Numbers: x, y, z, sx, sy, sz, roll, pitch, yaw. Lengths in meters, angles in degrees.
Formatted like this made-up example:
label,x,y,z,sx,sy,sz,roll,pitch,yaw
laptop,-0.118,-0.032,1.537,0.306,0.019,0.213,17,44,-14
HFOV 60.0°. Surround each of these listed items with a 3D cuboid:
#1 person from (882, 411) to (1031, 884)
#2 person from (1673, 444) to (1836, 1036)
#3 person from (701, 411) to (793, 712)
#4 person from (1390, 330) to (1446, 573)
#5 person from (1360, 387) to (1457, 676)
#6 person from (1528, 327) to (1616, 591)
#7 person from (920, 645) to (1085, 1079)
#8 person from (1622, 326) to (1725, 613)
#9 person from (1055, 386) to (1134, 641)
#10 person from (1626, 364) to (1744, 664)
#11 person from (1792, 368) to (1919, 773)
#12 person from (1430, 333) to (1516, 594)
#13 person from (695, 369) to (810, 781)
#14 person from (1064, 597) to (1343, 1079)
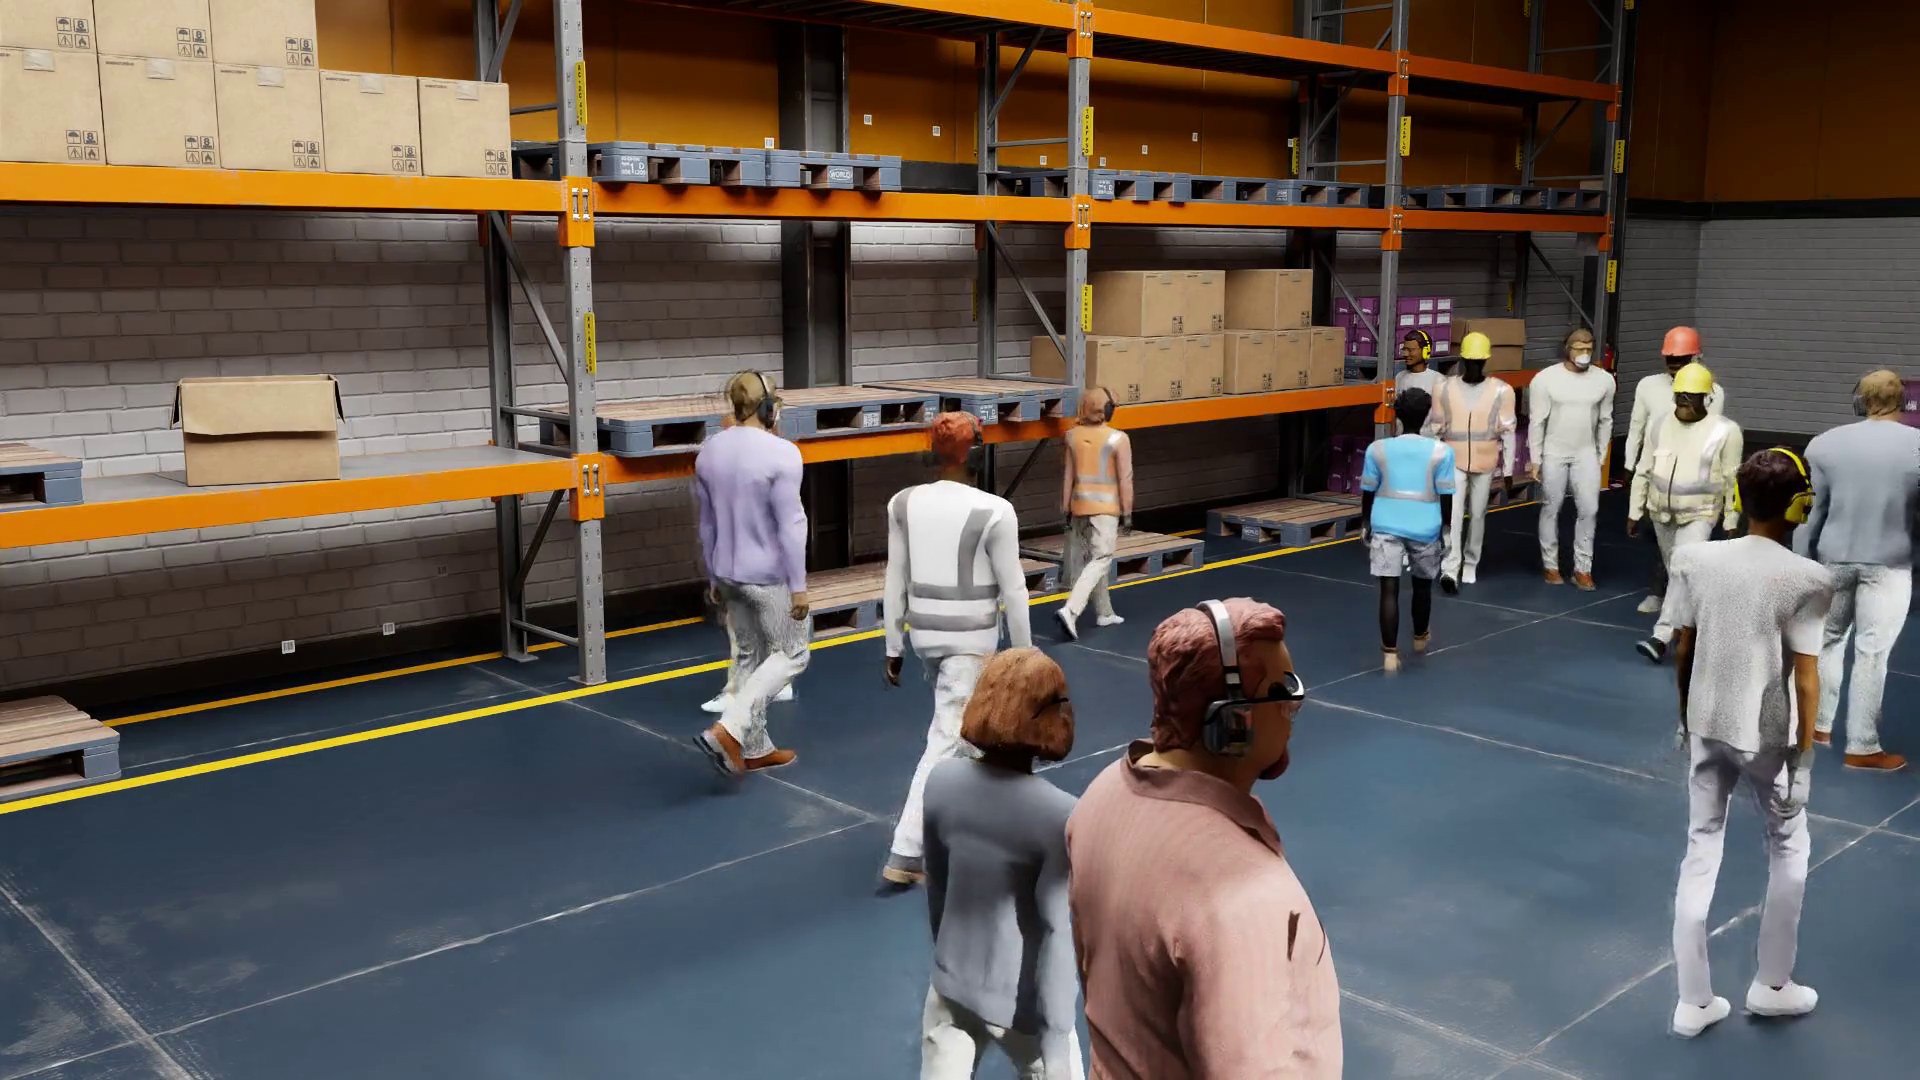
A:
label,x,y,z,sx,sy,sz,roll,pitch,yaw
person,-0.024,0.407,6.595,0.586,1.837,1.006,7,12,35
person,2.497,0.619,5.264,0.705,1.847,0.530,-8,13,-40
person,-1.199,0.117,8.909,0.689,1.603,0.517,-5,11,-25
person,3.499,-0.684,12.843,0.315,1.870,0.531,-7,12,-34
person,2.647,-0.072,9.844,0.553,1.655,0.819,3,10,18
person,4.451,-0.581,12.110,0.638,1.908,0.755,1,10,5
person,0.064,1.021,3.714,0.517,1.583,0.893,9,13,42
person,4.947,-0.501,11.503,0.637,1.965,0.770,9,13,43
person,0.844,-0.177,10.643,0.526,1.613,0.768,9,13,43
person,4.316,-0.162,10.023,0.905,1.783,0.619,-8,13,-39
person,4.357,0.138,7.984,0.654,1.904,0.696,8,13,39
person,3.689,-0.552,12.022,0.600,1.871,1.012,3,10,18
person,-0.972,0.180,7.625,0.645,1.922,0.535,8,13,40
person,0.405,1.033,2.680,0.406,1.911,0.636,-2,10,-14
